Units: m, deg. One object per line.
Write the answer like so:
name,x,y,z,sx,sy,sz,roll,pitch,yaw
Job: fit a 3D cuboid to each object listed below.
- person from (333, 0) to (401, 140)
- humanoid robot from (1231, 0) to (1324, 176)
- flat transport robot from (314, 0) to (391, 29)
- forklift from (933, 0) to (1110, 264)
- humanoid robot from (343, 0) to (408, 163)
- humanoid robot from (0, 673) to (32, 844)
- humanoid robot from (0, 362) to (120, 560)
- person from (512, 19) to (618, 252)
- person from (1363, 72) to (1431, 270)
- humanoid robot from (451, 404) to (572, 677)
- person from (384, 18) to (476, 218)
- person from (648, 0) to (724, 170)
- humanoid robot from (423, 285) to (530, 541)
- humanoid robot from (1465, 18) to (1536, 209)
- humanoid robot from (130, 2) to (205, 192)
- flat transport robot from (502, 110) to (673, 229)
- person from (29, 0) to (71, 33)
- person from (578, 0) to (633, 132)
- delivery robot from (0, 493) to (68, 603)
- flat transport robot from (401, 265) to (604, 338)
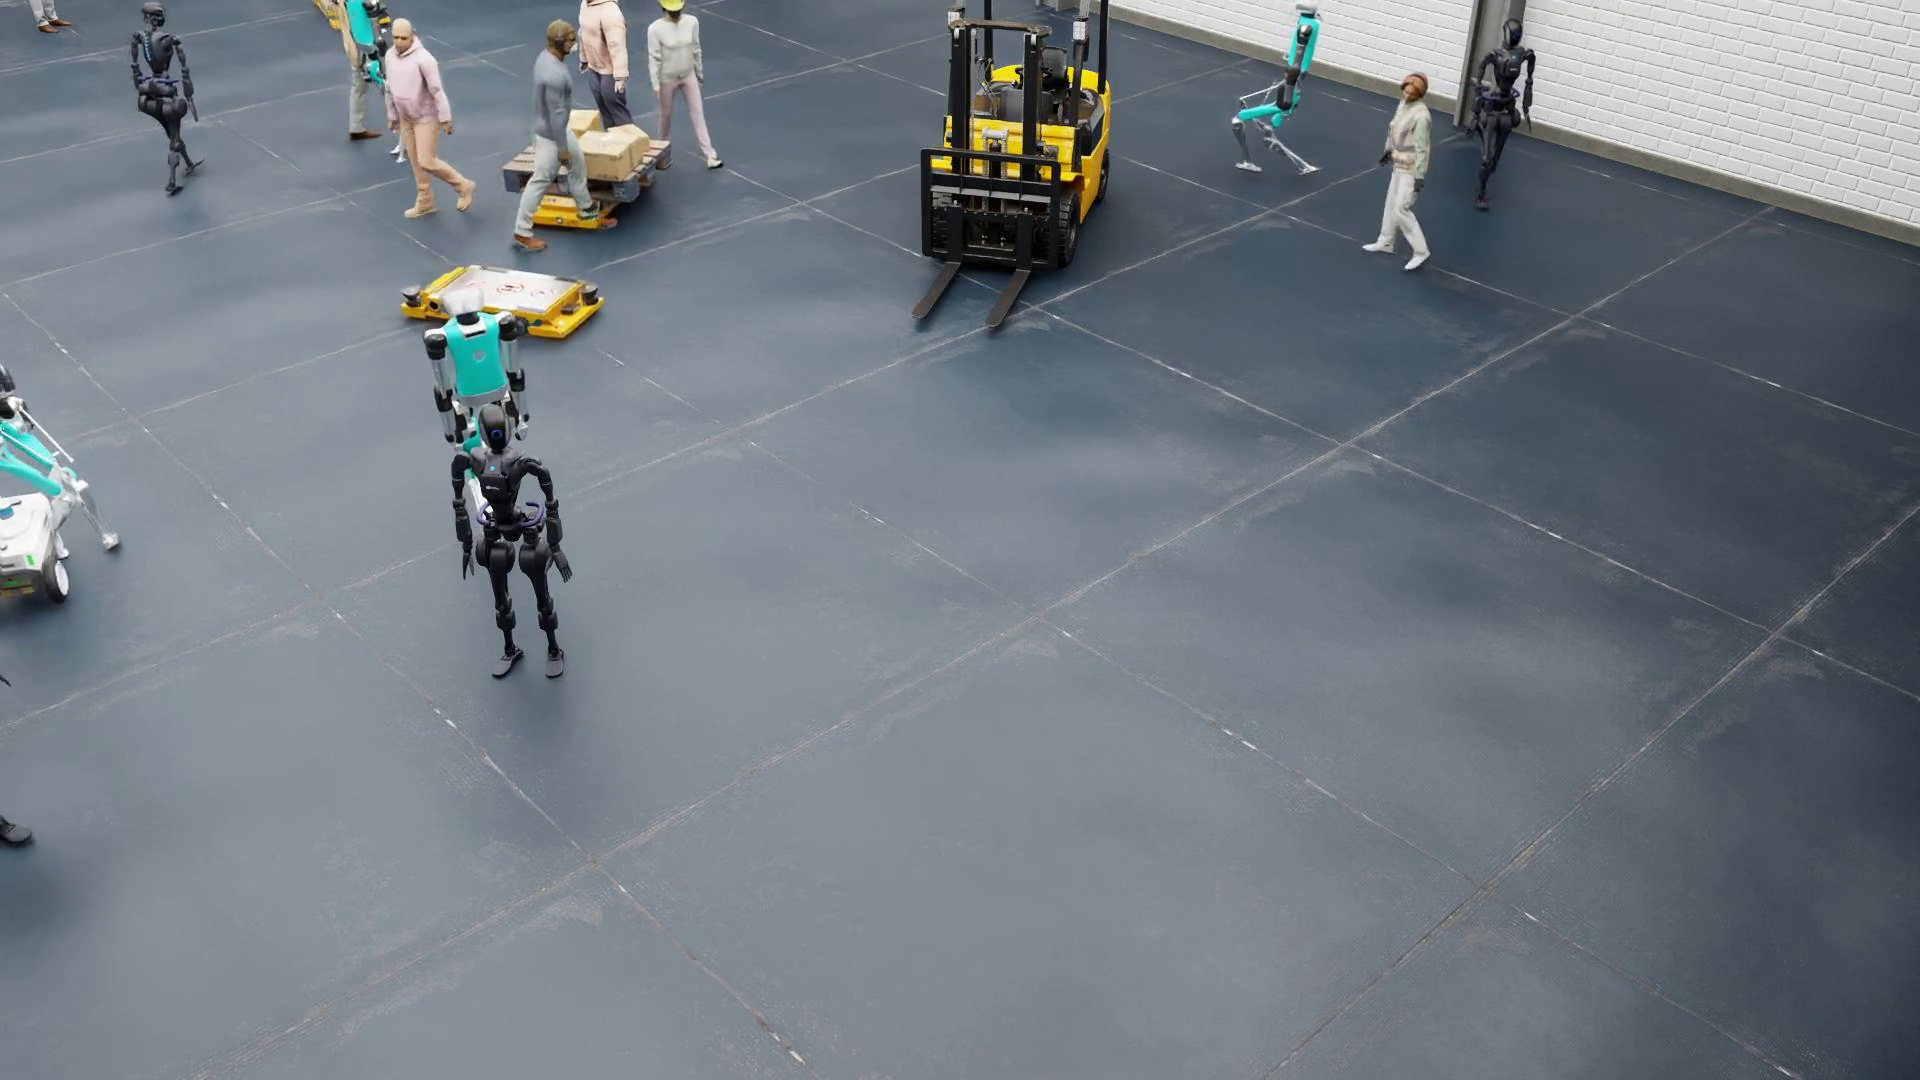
person,-5.655,-4.778,16.085,0.861,1.835,0.570,-10,34,-14
humanoid robot,2.852,-4.066,15.086,1.020,1.733,0.531,11,35,17
flat transport robot,-7.375,-6.468,20.114,0.659,0.231,1.431,-16,36,-23
forklift,0.570,-3.725,14.138,1.214,2.155,2.313,9,34,13
humanoid robot,-5.352,-4.477,15.705,0.543,1.790,0.705,28,42,36
humanoid robot,-4.863,0.689,7.874,0.796,1.632,0.608,15,36,21
humanoid robot,-5.443,-0.606,9.749,0.880,1.767,0.599,6,34,9
person,-3.439,-3.387,13.904,0.917,1.882,0.656,-8,34,-13
person,3.683,-3.047,13.616,0.436,1.625,0.638,0,33,0
humanoid robot,-2.370,0.017,8.843,0.599,1.658,0.315,2,33,3
person,-4.655,-3.654,14.424,0.530,1.768,0.484,23,39,31
person,-2.609,-4.277,15.424,0.564,1.723,0.875,-20,38,-27
humanoid robot,-2.896,-0.758,10.005,0.543,1.774,0.911,-18,37,-25
humanoid robot,4.793,-3.766,14.679,0.590,1.642,0.550,-6,34,-10
humanoid robot,-7.239,-4.035,15.113,0.599,1.626,0.767,6,34,10
flat transport robot,-3.335,-3.190,15.076,0.659,0.231,1.431,7,34,11
person,-10.763,-6.745,19.270,0.338,1.651,0.455,2,33,3
person,-3.285,-4.408,15.496,0.429,1.859,0.794,-23,39,-31
delivery robot,-5.582,0.048,9.833,0.499,0.590,0.793,-10,34,-15
flat transport robot,-3.596,-1.882,13.066,1.431,0.231,0.659,10,34,15
